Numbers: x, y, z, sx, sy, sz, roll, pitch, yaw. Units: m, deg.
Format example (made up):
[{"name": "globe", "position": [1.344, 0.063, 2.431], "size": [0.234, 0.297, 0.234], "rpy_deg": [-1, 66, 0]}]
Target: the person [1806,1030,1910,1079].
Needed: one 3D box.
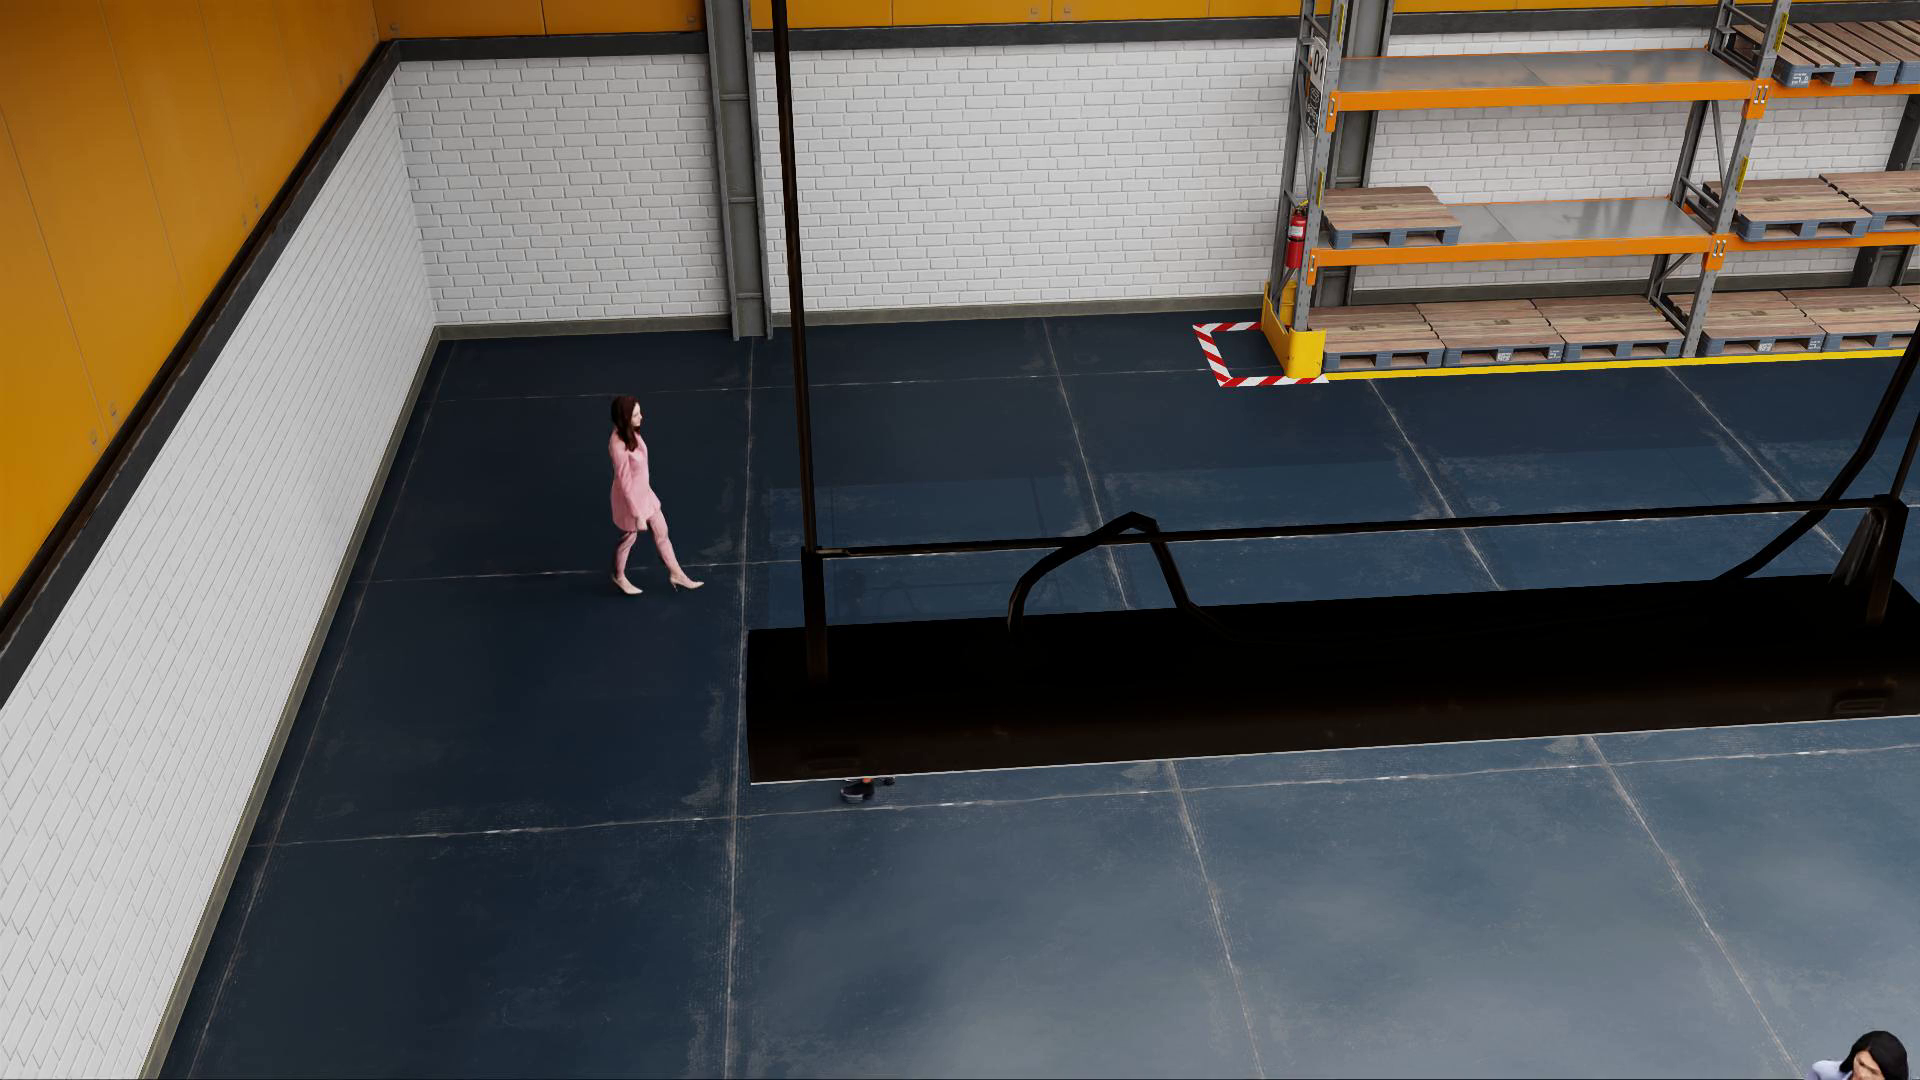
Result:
[{"name": "person", "position": [4.163, 2.911, 7.888], "size": [0.759, 1.735, 0.811], "rpy_deg": [27, 42, 34]}]

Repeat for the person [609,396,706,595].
[{"name": "person", "position": [-2.583, -0.299, 12.685], "size": [1.036, 1.771, 0.801], "rpy_deg": [4, 34, 7]}]
